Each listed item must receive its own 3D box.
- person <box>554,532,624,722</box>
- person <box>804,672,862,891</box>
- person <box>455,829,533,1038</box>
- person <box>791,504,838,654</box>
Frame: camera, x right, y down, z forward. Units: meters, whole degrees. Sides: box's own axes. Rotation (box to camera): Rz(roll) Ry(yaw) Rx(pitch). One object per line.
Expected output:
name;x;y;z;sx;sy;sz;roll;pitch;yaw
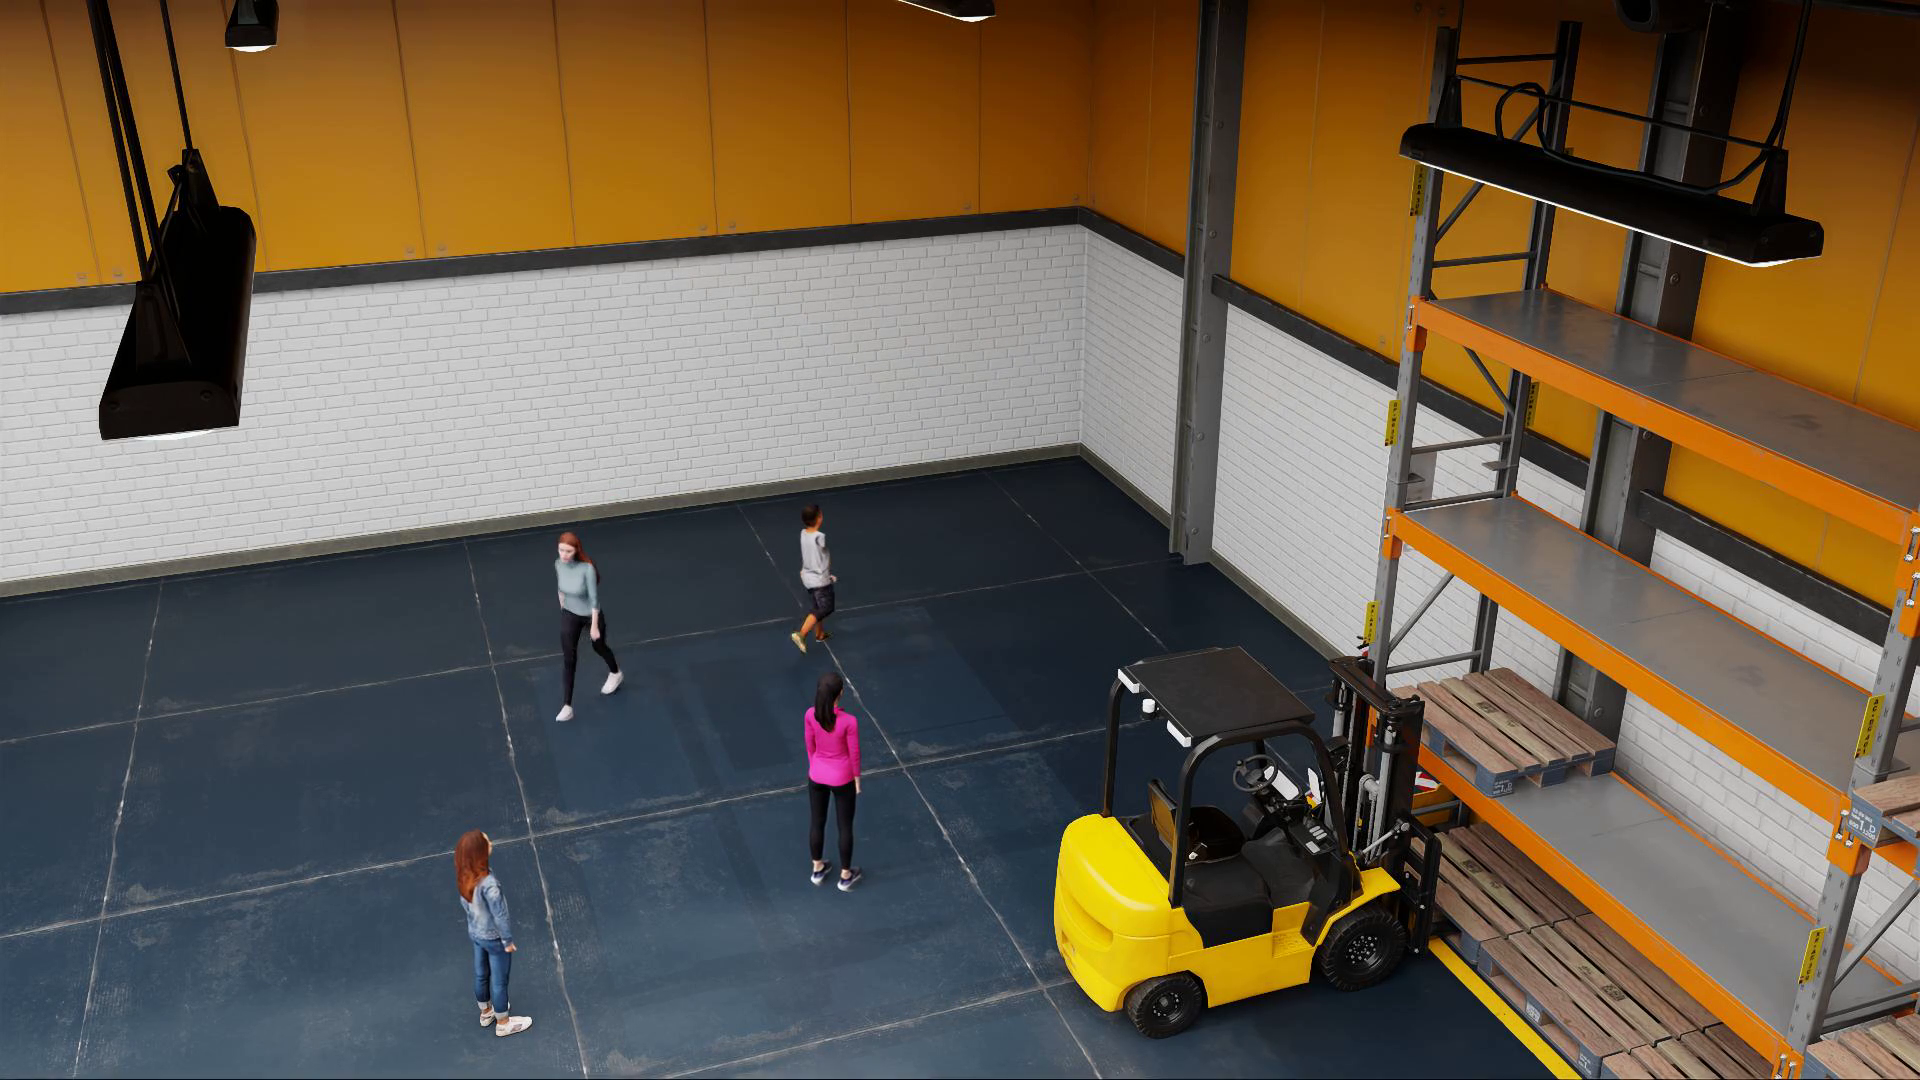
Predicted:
person;-3.197;0.677;14.335;1.121;1.684;1.231;11;26;24
person;-0.927;1.714;11.945;0.675;1.698;0.720;7;25;16
person;-2.983;2.468;10.497;0.591;1.477;0.705;19;30;37
person;-1.367;0.324;15.444;0.896;1.442;0.888;17;29;34
